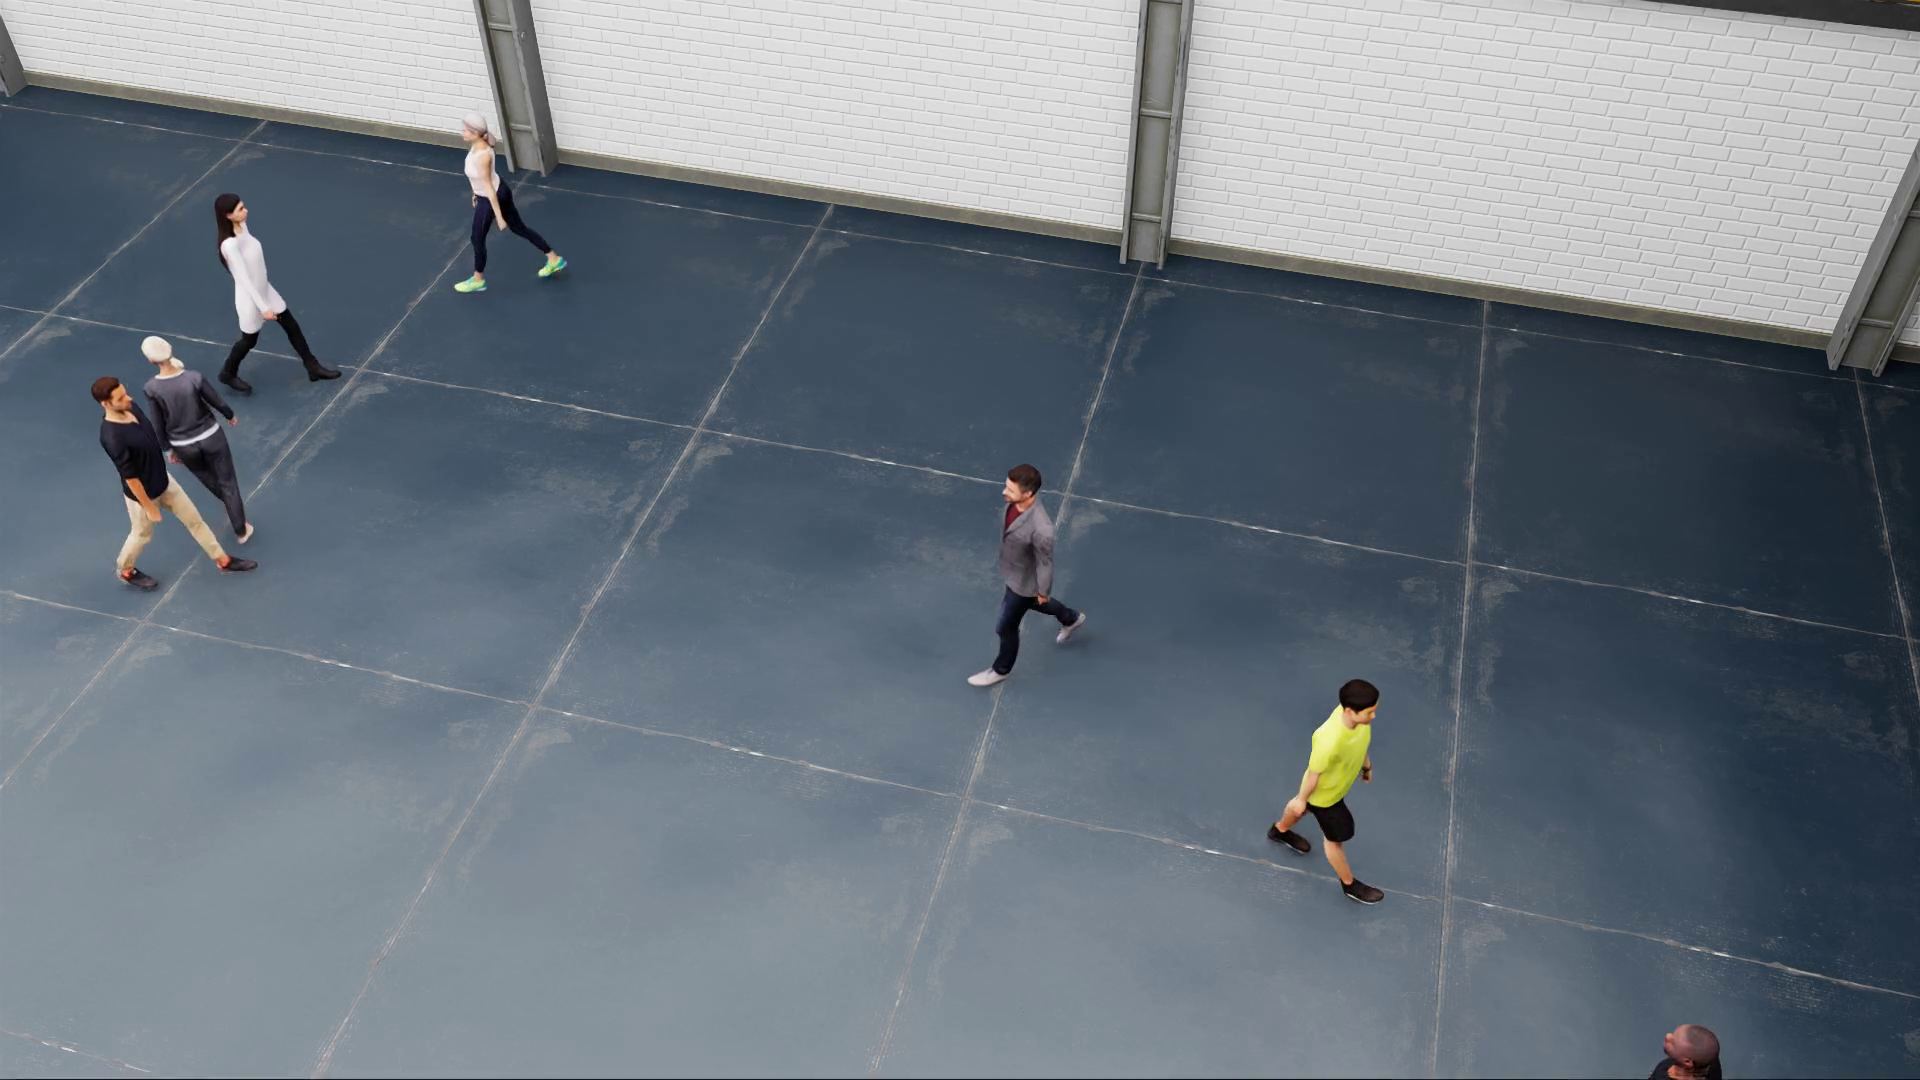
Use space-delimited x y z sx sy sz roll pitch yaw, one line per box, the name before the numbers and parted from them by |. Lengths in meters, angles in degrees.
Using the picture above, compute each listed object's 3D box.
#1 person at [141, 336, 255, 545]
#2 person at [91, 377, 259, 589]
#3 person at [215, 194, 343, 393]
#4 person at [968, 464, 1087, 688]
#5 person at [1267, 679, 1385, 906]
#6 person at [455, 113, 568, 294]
person | -5.408 -0.670 11.792 0.975 1.705 0.993 -9 44 -10
person | -5.648 -0.347 11.373 1.274 1.815 0.923 -1 44 -2
person | -5.602 -1.871 13.007 1.238 1.768 0.851 -1 44 -1
person | 0.476 0.186 10.790 1.237 1.849 1.056 -12 45 -13
person | 2.076 1.367 9.683 1.132 1.665 0.886 25 49 24
person | -3.858 -2.867 14.133 1.272 1.658 0.937 -6 44 -6
